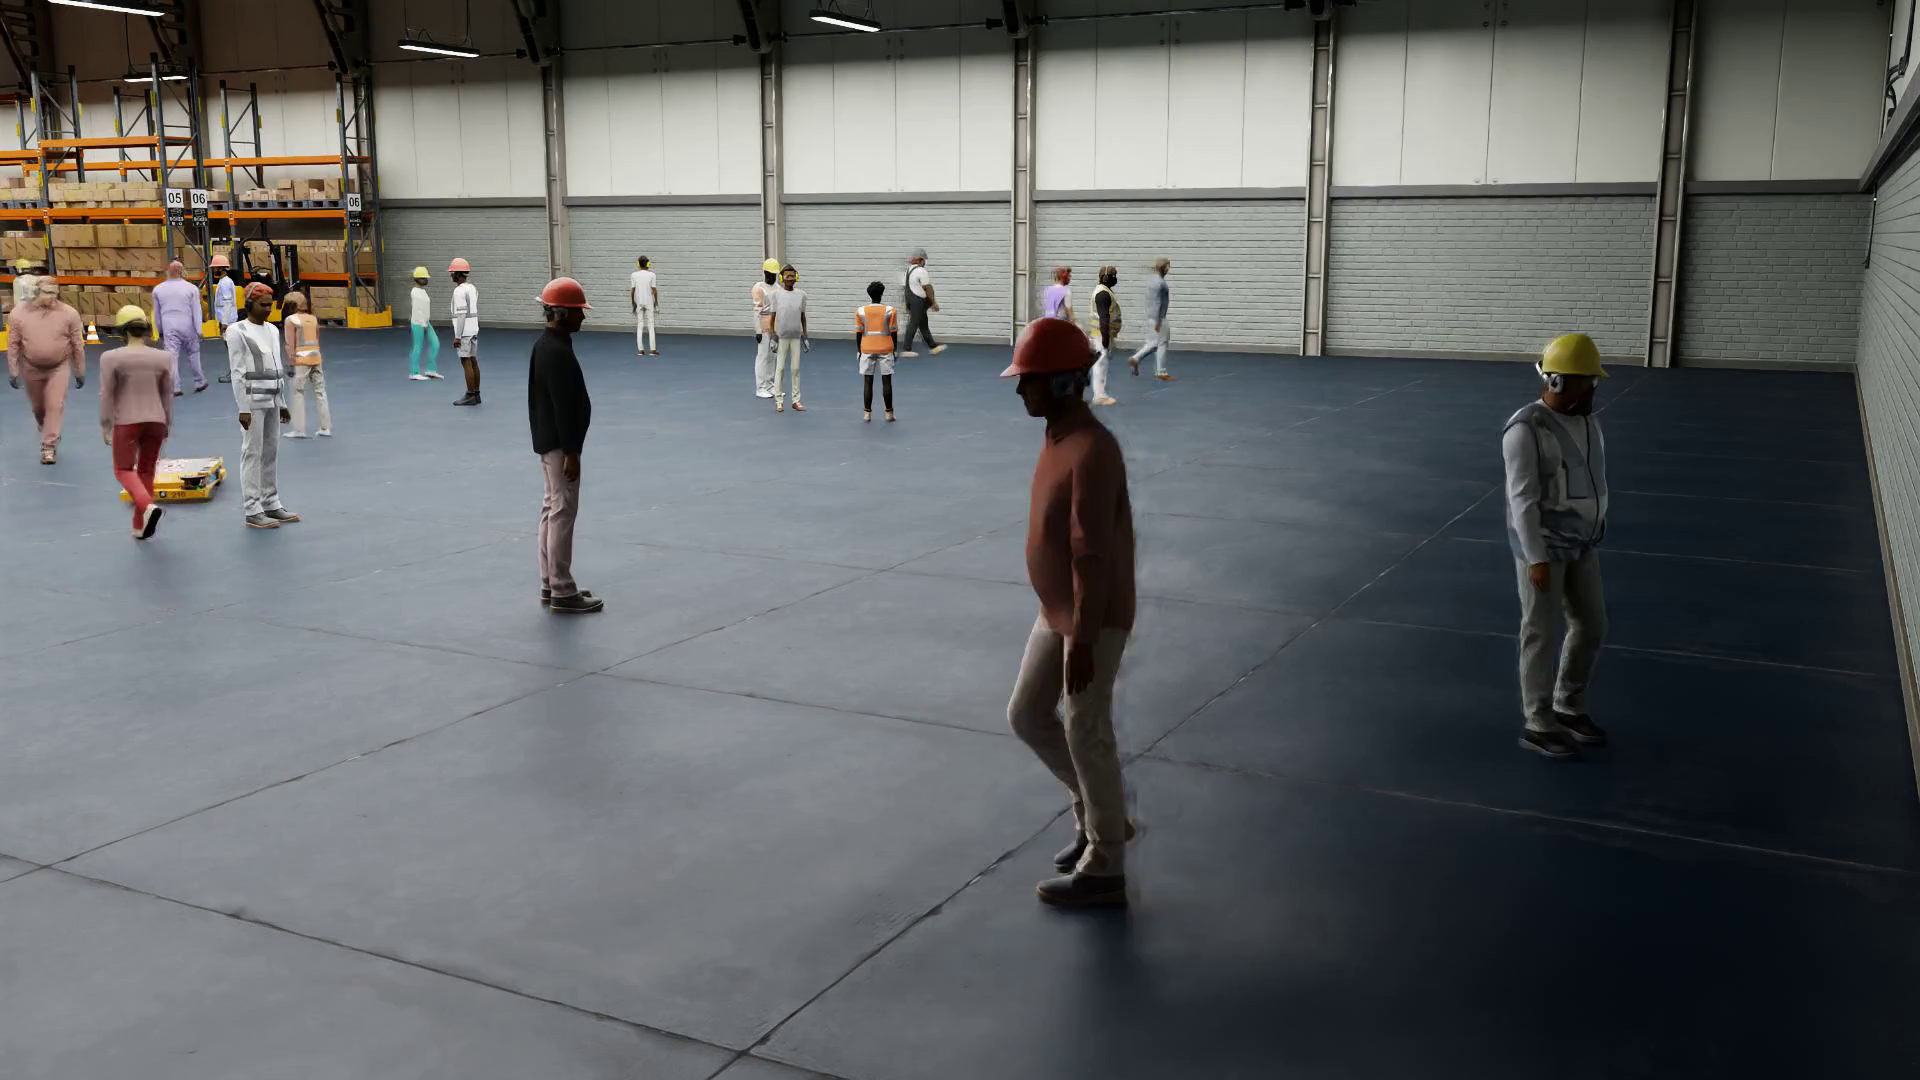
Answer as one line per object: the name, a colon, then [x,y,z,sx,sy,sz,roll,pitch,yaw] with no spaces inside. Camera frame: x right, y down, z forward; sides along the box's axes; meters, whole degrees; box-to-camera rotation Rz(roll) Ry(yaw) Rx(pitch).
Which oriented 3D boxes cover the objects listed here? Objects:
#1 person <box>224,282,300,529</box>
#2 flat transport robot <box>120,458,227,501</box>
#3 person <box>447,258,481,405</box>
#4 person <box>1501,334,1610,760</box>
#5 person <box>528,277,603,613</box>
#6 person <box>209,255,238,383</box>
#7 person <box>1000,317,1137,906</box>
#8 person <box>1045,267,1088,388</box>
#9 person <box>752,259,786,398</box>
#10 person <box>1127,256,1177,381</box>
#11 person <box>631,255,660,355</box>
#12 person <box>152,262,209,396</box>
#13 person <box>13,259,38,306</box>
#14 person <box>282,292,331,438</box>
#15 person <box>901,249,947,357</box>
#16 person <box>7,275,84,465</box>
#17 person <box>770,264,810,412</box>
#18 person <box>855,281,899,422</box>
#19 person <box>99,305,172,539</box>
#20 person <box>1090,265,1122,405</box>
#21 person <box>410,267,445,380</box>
person: [-5.389,-1.041,12.841,0.355,1.887,0.574,2,11,10]
flat transport robot: [-6.868,-0.548,14.560,0.652,0.197,1.431,-3,11,-17]
person: [-6.565,-2.747,22.000,0.361,1.939,0.543,1,10,4]
person: [2.578,0.025,7.194,0.615,1.829,0.420,-7,12,-33]
person: [-2.366,-0.567,9.965,0.400,1.989,0.623,-4,11,-23]
person: [-11.227,-3.370,25.403,0.361,1.938,0.545,-4,11,-21]
person: [0.365,0.251,5.539,0.470,1.973,0.636,-2,11,-12]
person: [1.443,-3.049,24.085,0.982,1.803,0.586,-5,11,-24]
person: [-2.636,-2.937,23.094,0.392,1.918,0.589,6,12,29]
person: [2.980,-3.402,25.639,0.693,1.919,0.638,1,10,4]
person: [-5.914,-4.404,31.240,0.535,1.864,0.309,1,10,7]
person: [-10.986,-2.982,23.486,0.673,1.855,0.960,-1,10,-8]
person: [-16.890,-4.174,30.111,0.431,1.813,0.614,3,11,15]
person: [-7.308,-1.938,18.484,0.517,1.614,0.530,3,11,17]
person: [-0.672,-4.424,30.867,1.018,2.000,0.690,-4,11,-22]
person: [-9.108,-1.715,16.602,0.677,1.853,0.945,-4,11,-20]
person: [-2.171,-2.568,21.213,0.518,1.873,0.328,-4,11,-23]
person: [-0.998,-2.260,20.019,0.533,1.692,0.319,1,10,3]
person: [-5.989,-0.845,12.193,0.582,1.735,0.539,10,14,43]
person: [1.940,-2.721,22.127,0.429,1.842,0.633,1,10,3]
person: [-8.272,-3.340,25.767,0.604,1.748,0.532,1,10,3]
